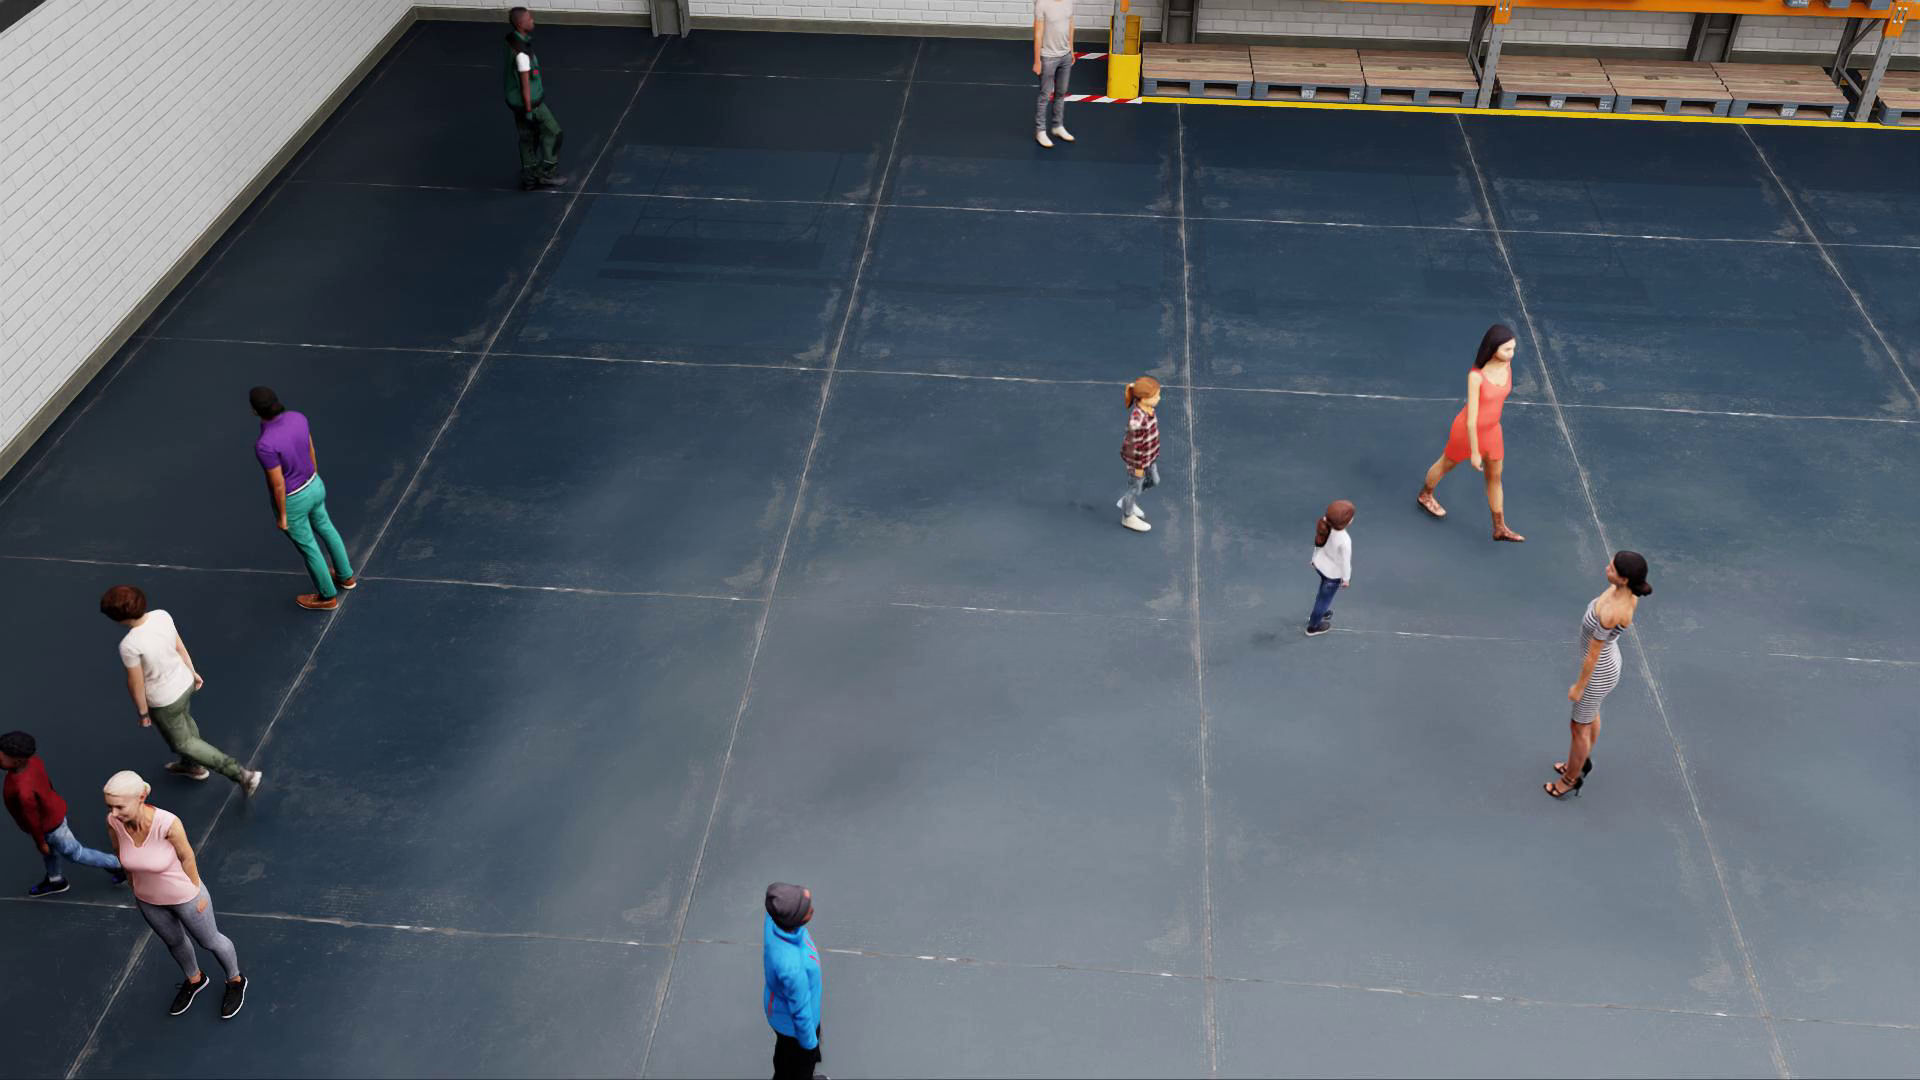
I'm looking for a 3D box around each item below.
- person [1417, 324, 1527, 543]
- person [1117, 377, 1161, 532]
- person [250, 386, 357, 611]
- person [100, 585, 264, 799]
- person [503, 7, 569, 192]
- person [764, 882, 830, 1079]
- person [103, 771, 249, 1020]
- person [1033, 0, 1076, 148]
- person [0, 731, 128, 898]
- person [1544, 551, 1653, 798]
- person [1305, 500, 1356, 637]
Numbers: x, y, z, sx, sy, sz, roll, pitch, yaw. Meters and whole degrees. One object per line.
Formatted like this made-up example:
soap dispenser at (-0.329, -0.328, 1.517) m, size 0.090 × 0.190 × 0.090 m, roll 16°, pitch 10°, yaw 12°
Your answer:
person at (3.607, -0.787, 11.902) m, size 1.104 × 1.665 × 1.113 m, roll -24°, pitch 44°, yaw -27°
person at (1.235, -0.634, 12.003) m, size 0.614 × 1.299 × 0.603 m, roll 16°, pitch 41°, yaw 19°
person at (-4.447, -0.297, 11.206) m, size 0.605 × 1.767 × 0.655 m, roll 10°, pitch 40°, yaw 13°
person at (-4.588, 0.931, 9.773) m, size 1.050 × 1.635 × 0.657 m, roll 10°, pitch 40°, yaw 12°
person at (-4.272, -4.232, 16.091) m, size 0.873 × 1.820 × 0.827 m, roll -20°, pitch 43°, yaw -23°
person at (-0.810, 2.259, 7.984) m, size 0.655 × 1.794 × 0.684 m, roll -11°, pitch 40°, yaw -13°
person at (-4.081, 1.810, 8.600) m, size 0.450 × 1.726 × 0.599 m, roll 3°, pitch 39°, yaw 4°
person at (0.950, -4.958, 16.944) m, size 0.739 × 1.889 × 0.804 m, roll -26°, pitch 45°, yaw -29°
person at (-5.058, 1.544, 9.326) m, size 0.914 × 1.236 × 0.721 m, roll -13°, pitch 40°, yaw -16°
person at (3.756, 0.801, 9.791) m, size 0.647 × 1.817 × 0.653 m, roll 18°, pitch 42°, yaw 21°
person at (2.432, 0.187, 11.133) m, size 0.582 × 1.102 × 0.540 m, roll -15°, pitch 41°, yaw -18°
